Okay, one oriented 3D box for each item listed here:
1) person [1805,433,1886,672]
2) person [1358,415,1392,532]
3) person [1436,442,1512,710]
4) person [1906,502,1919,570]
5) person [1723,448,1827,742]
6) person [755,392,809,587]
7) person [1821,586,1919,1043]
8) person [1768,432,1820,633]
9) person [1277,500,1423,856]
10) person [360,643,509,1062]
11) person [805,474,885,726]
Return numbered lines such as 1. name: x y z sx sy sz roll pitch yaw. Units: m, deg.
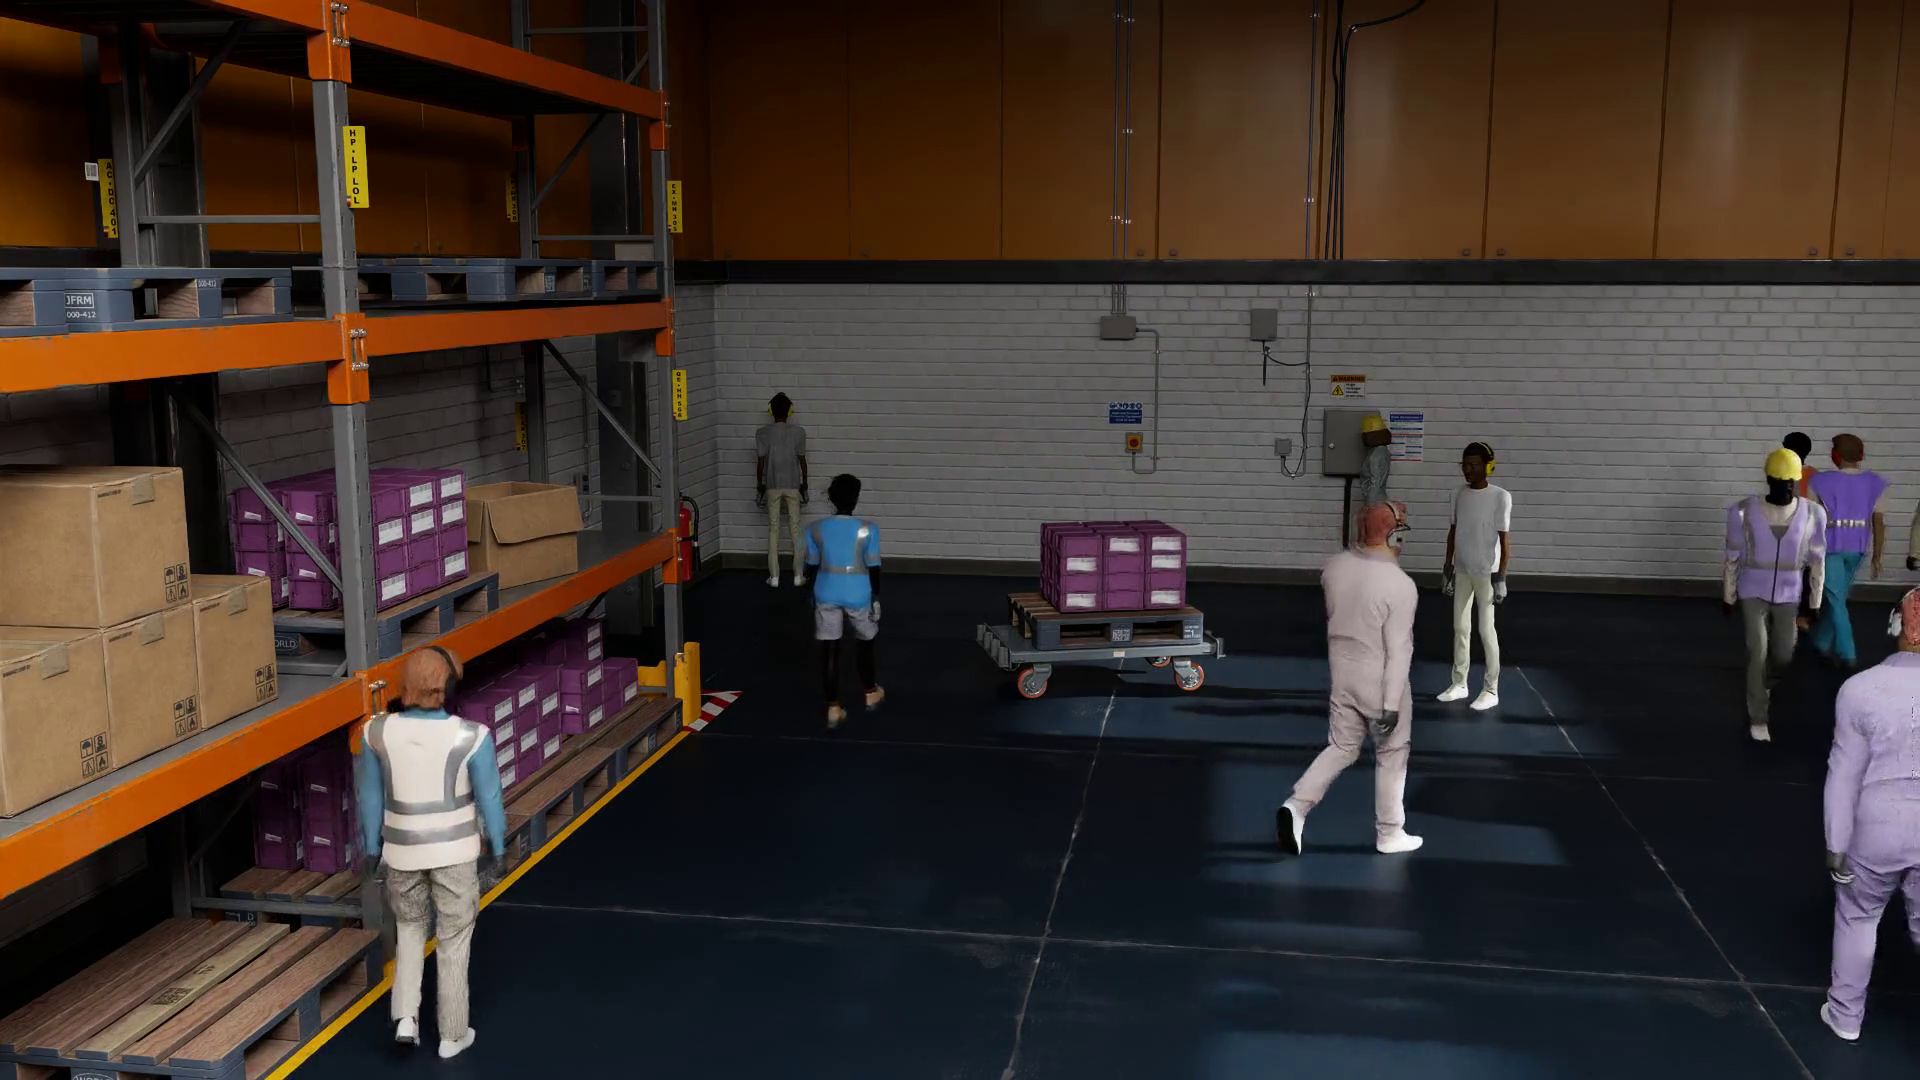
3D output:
1. person: 6.735 0.089 12.717 0.574 1.807 0.958 0 9 0
2. person: 3.738 -0.269 15.085 0.304 1.740 0.484 4 10 24
3. person: 3.578 0.242 11.570 0.316 1.861 0.514 -7 11 -36
4. person: 7.645 0.083 12.759 0.601 1.804 0.867 0 9 2
5. person: 5.313 0.325 10.911 0.597 1.905 0.705 3 10 16
6. person: -1.709 -0.481 15.985 0.516 1.873 0.329 -1 9 -7
7. person: 3.574 1.104 6.230 0.638 1.869 0.836 2 9 13
8. person: 6.957 -0.055 13.880 0.536 1.699 0.322 -5 10 -28
9. person: 2.041 0.728 8.505 0.796 1.879 0.634 -6 11 -33
10. person: -1.992 1.200 6.334 0.545 1.627 0.359 0 9 2
11. person: -0.748 0.378 11.277 0.553 1.663 0.770 2 9 12
